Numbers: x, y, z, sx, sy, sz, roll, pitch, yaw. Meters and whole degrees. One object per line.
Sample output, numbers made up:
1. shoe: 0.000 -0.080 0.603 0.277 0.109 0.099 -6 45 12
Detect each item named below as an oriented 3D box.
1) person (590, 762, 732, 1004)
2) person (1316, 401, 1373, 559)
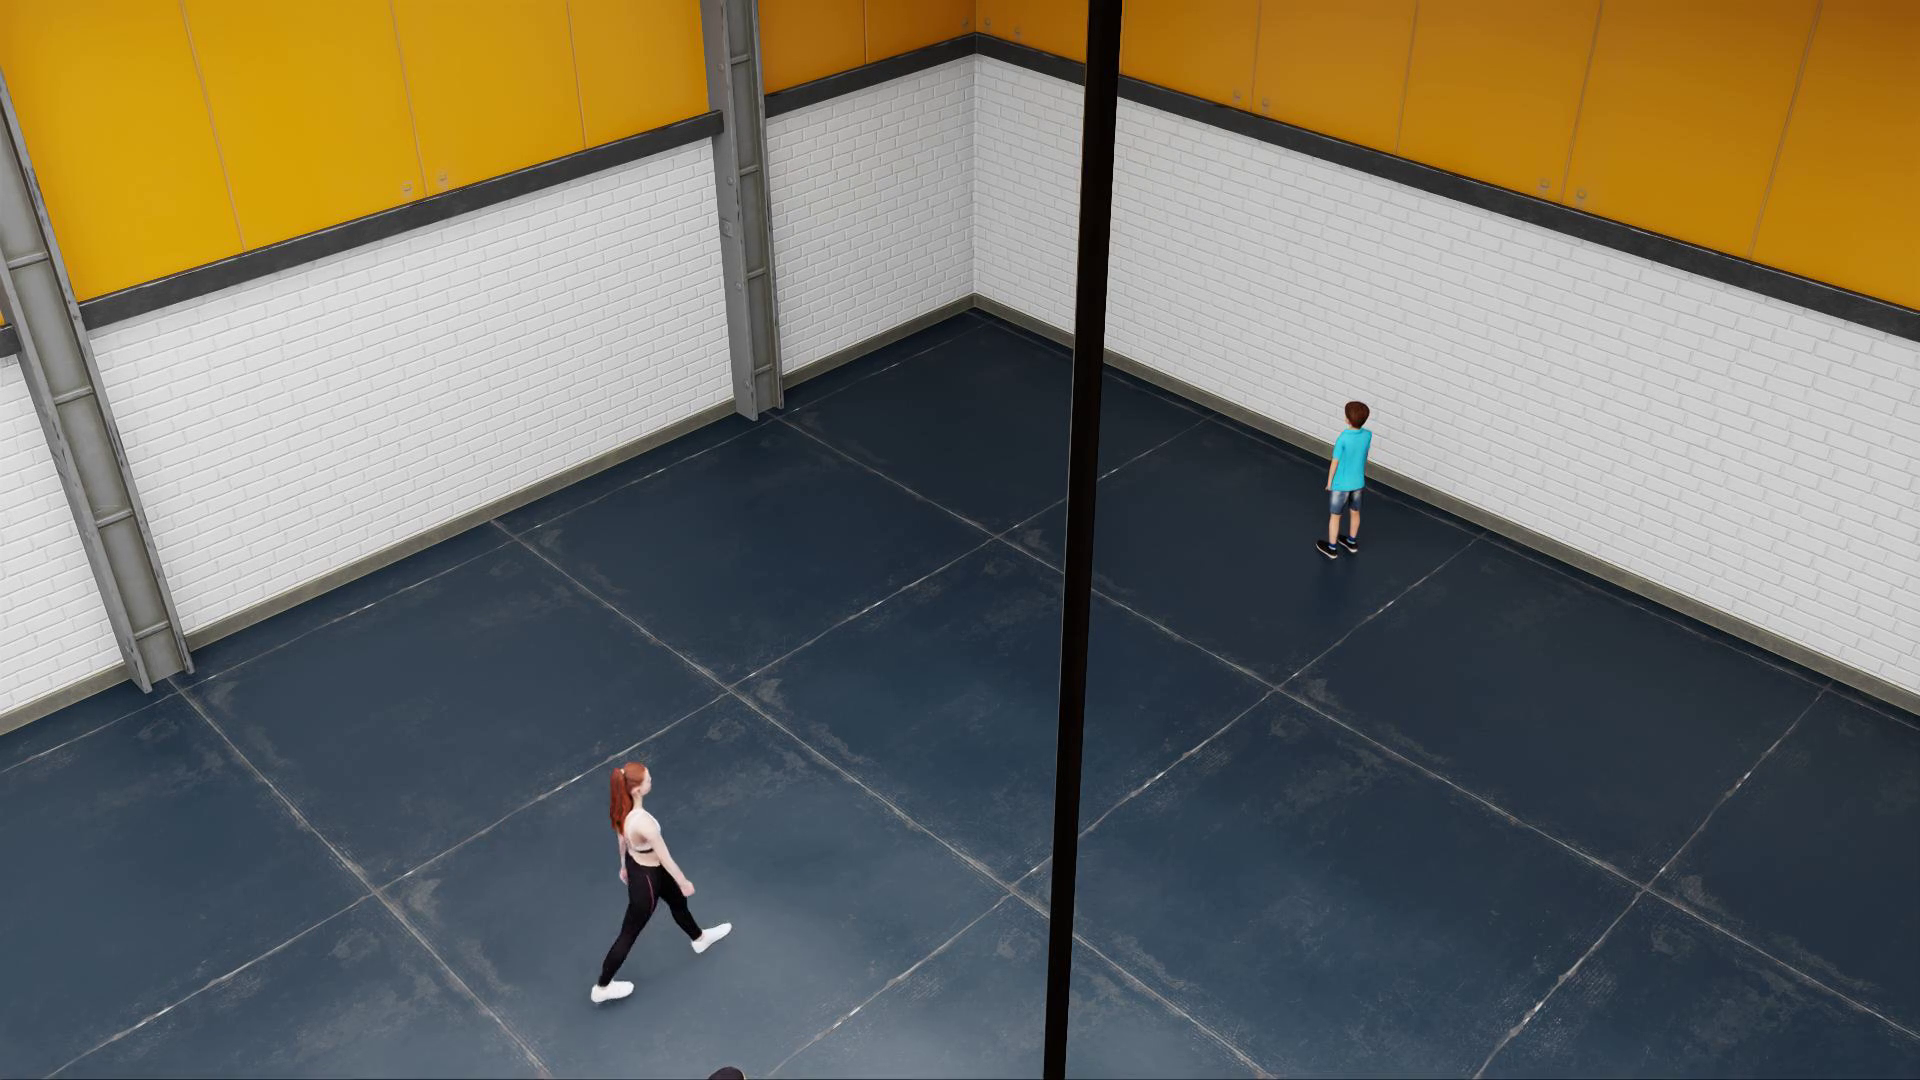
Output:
1. person: -1.953 2.085 9.895 1.252 1.690 0.792 -19 38 -26
2. person: 3.288 -0.522 14.033 0.530 1.450 0.638 -12 36 -18
